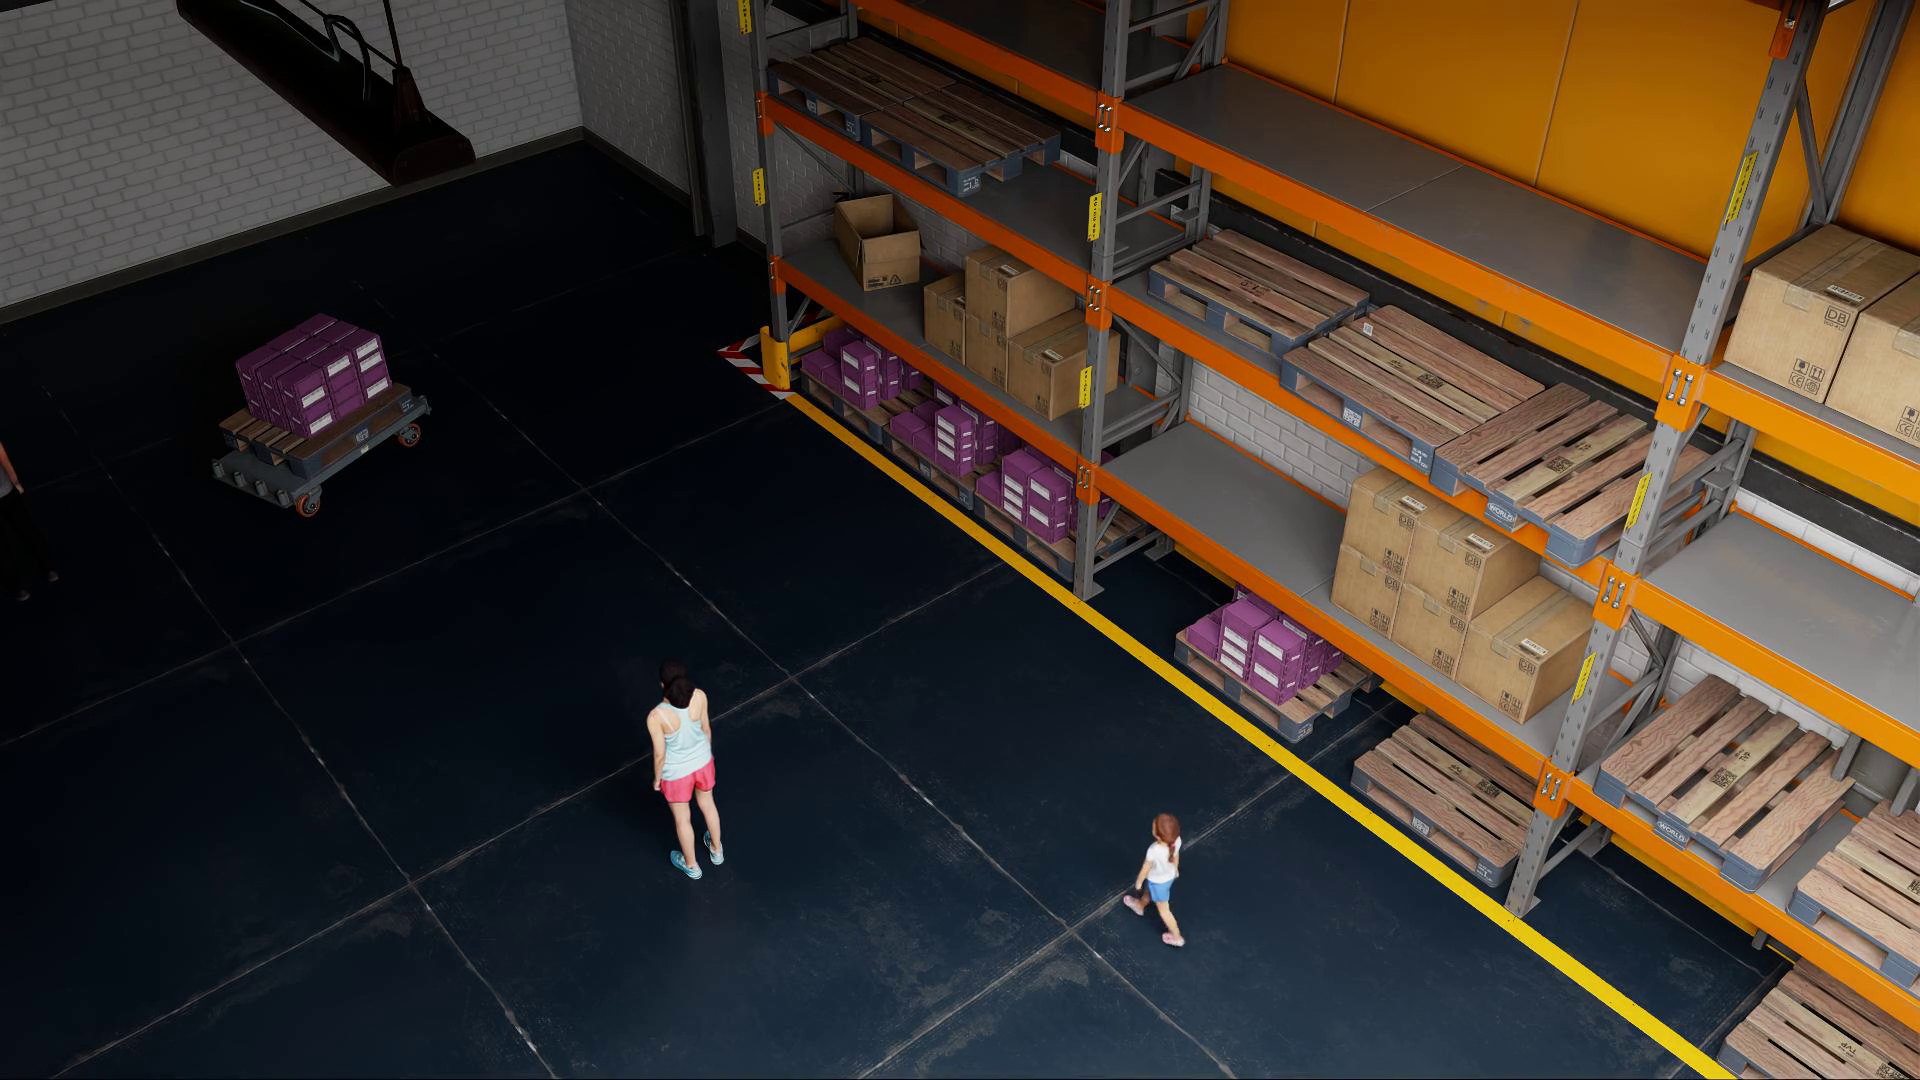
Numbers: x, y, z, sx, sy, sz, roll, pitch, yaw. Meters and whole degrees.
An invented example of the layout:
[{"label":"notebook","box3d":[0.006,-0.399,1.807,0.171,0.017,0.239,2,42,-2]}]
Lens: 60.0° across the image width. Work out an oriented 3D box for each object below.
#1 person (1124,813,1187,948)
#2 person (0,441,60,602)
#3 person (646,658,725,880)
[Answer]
[{"label":"person","box3d":[1.241,2.064,10.086,0.445,1.003,0.733,-30,47,-32]},{"label":"person","box3d":[-7.278,-0.329,12.480,0.623,1.754,0.674,23,44,26]},{"label":"person","box3d":[-1.703,1.401,10.305,0.587,1.765,0.558,-27,46,-29]}]
